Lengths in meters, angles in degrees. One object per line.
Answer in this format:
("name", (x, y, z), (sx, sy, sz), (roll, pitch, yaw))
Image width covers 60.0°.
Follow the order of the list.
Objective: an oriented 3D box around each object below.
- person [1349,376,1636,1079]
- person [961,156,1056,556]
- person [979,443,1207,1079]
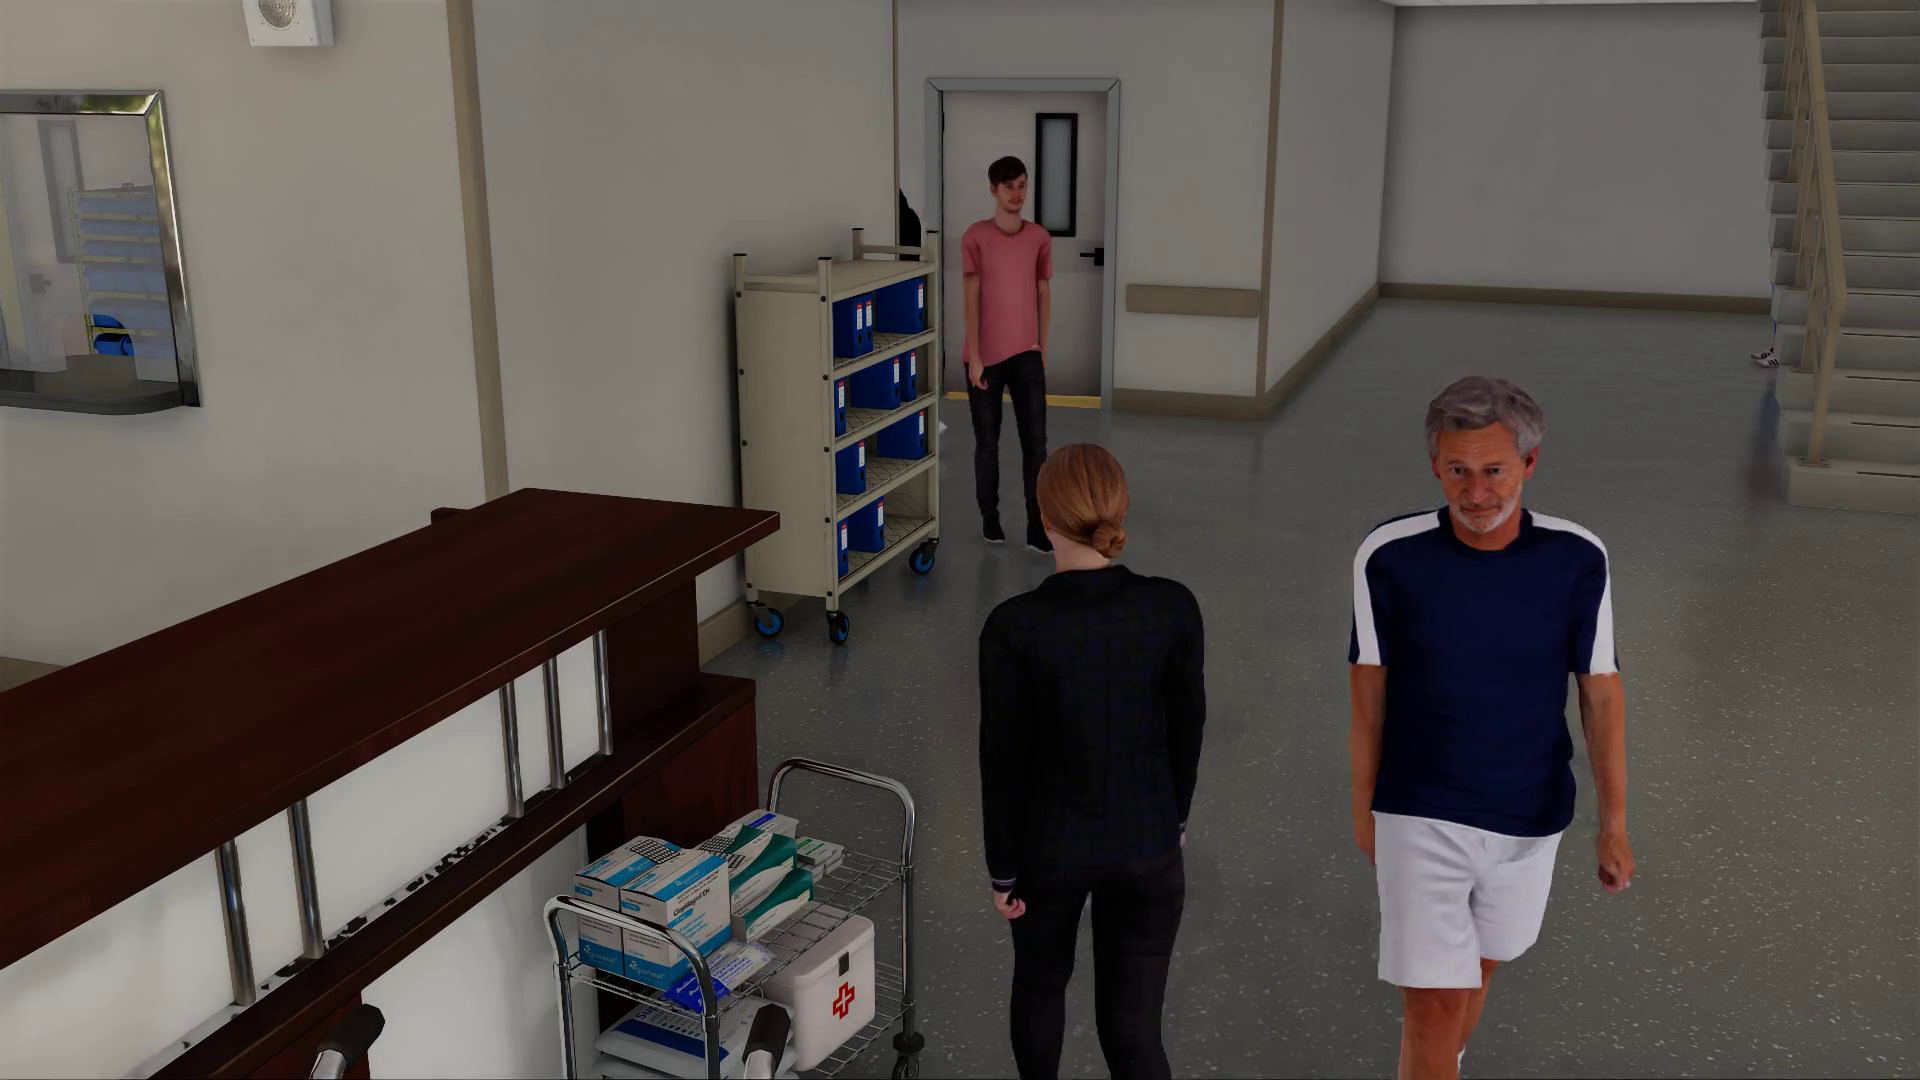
("person", (1.025, 0.537, 3.444), (0.893, 1.783, 1.130), (-1, 16, -3))
("person", (0.188, -0.914, 8.323), (0.931, 1.928, 1.089), (-3, 16, -9))
("person", (0.286, 0.672, 3.202), (0.928, 1.653, 1.142), (-2, 16, -7))
